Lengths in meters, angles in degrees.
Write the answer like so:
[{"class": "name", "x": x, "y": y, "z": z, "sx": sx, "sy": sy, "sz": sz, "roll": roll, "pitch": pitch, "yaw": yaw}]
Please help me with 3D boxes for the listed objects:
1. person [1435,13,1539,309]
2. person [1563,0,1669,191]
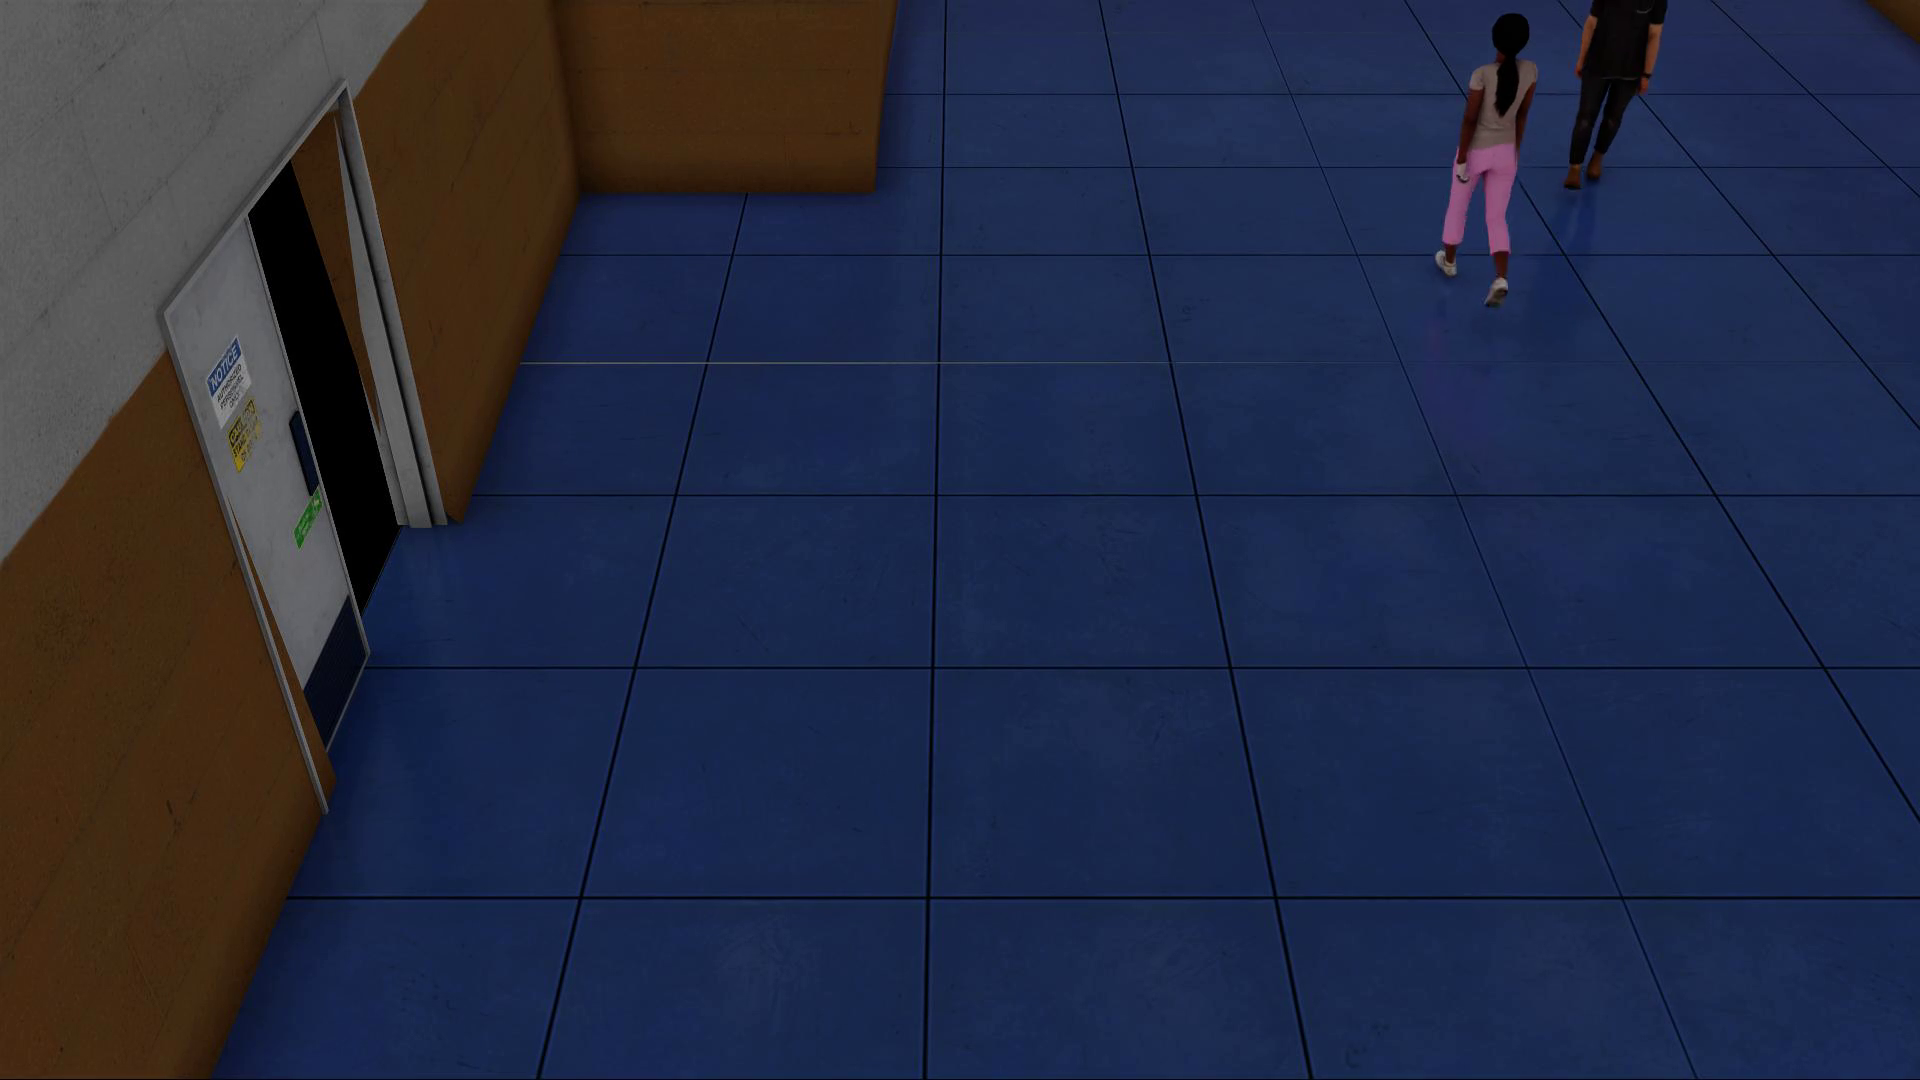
[{"class": "person", "x": 3.111, "y": -2.179, "z": 9.686, "sx": 1.063, "sy": 1.715, "sz": 0.698, "roll": -4, "pitch": 37, "yaw": -5}, {"class": "person", "x": 4.372, "y": -3.199, "z": 11.071, "sx": 1.024, "sy": 1.683, "sz": 0.946, "roll": 15, "pitch": 39, "yaw": 19}]
